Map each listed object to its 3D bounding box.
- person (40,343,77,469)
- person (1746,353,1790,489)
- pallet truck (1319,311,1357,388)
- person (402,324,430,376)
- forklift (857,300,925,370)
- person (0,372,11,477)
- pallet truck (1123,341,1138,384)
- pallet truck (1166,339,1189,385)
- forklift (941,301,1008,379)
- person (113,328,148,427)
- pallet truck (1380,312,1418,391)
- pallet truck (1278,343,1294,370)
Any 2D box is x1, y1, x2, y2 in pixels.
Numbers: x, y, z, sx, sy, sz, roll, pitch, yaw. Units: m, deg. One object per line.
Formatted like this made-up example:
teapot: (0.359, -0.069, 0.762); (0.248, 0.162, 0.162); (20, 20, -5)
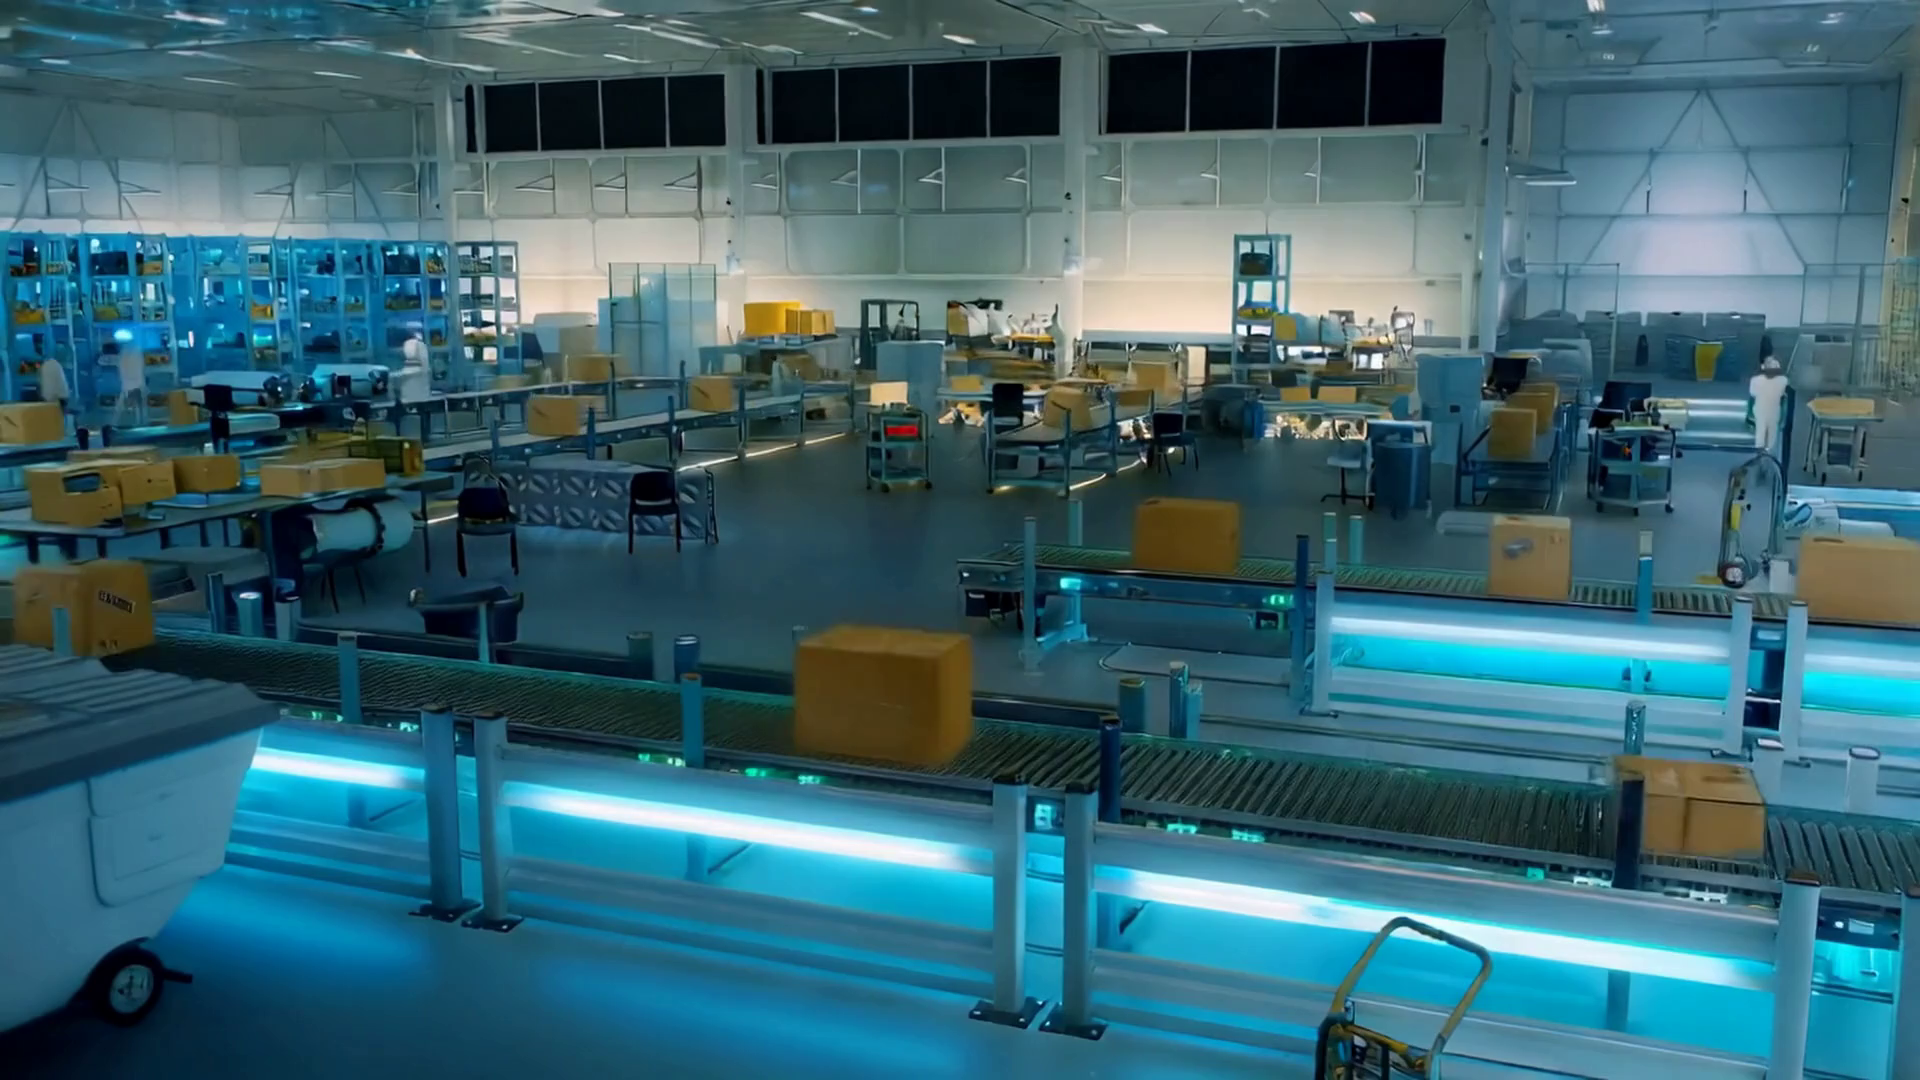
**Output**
person: (-13.416, -1.986, 24.763); (0.443, 1.889, 0.669); (-6, 11, -32)
person: (11.068, -1.642, 22.829); (0.518, 1.855, 0.600); (3, 10, 19)
pallet truck: (9.071, -4.419, 39.190); (0.823, 1.965, 1.885); (5, 10, 26)
person: (-11.324, -3.580, 34.642); (0.604, 1.817, 0.429); (5, 10, 26)
forklift: (-1.732, -5.109, 42.468); (1.157, 1.987, 2.680); (4, 10, 22)
person: (-13.966, -1.795, 23.909); (0.588, 1.797, 0.592); (-4, 10, -23)
pallet truck: (4.445, -4.380, 41.279); (0.680, 1.201, 1.601); (4, 10, 22)
pallet truck: (5.418, -4.269, 40.420); (0.704, 1.261, 1.522); (3, 10, 20)
forklift: (0.365, -4.966, 41.571); (1.157, 1.987, 2.680); (3, 10, 20)
person: (-14.077, -2.579, 28.102); (0.617, 1.969, 0.679); (6, 11, 33)
pallet truck: (10.207, -4.283, 38.369); (0.823, 1.965, 1.885); (3, 10, 20)
pallet truck: (7.886, -4.163, 39.743); (0.653, 1.274, 1.630); (4, 10, 22)
